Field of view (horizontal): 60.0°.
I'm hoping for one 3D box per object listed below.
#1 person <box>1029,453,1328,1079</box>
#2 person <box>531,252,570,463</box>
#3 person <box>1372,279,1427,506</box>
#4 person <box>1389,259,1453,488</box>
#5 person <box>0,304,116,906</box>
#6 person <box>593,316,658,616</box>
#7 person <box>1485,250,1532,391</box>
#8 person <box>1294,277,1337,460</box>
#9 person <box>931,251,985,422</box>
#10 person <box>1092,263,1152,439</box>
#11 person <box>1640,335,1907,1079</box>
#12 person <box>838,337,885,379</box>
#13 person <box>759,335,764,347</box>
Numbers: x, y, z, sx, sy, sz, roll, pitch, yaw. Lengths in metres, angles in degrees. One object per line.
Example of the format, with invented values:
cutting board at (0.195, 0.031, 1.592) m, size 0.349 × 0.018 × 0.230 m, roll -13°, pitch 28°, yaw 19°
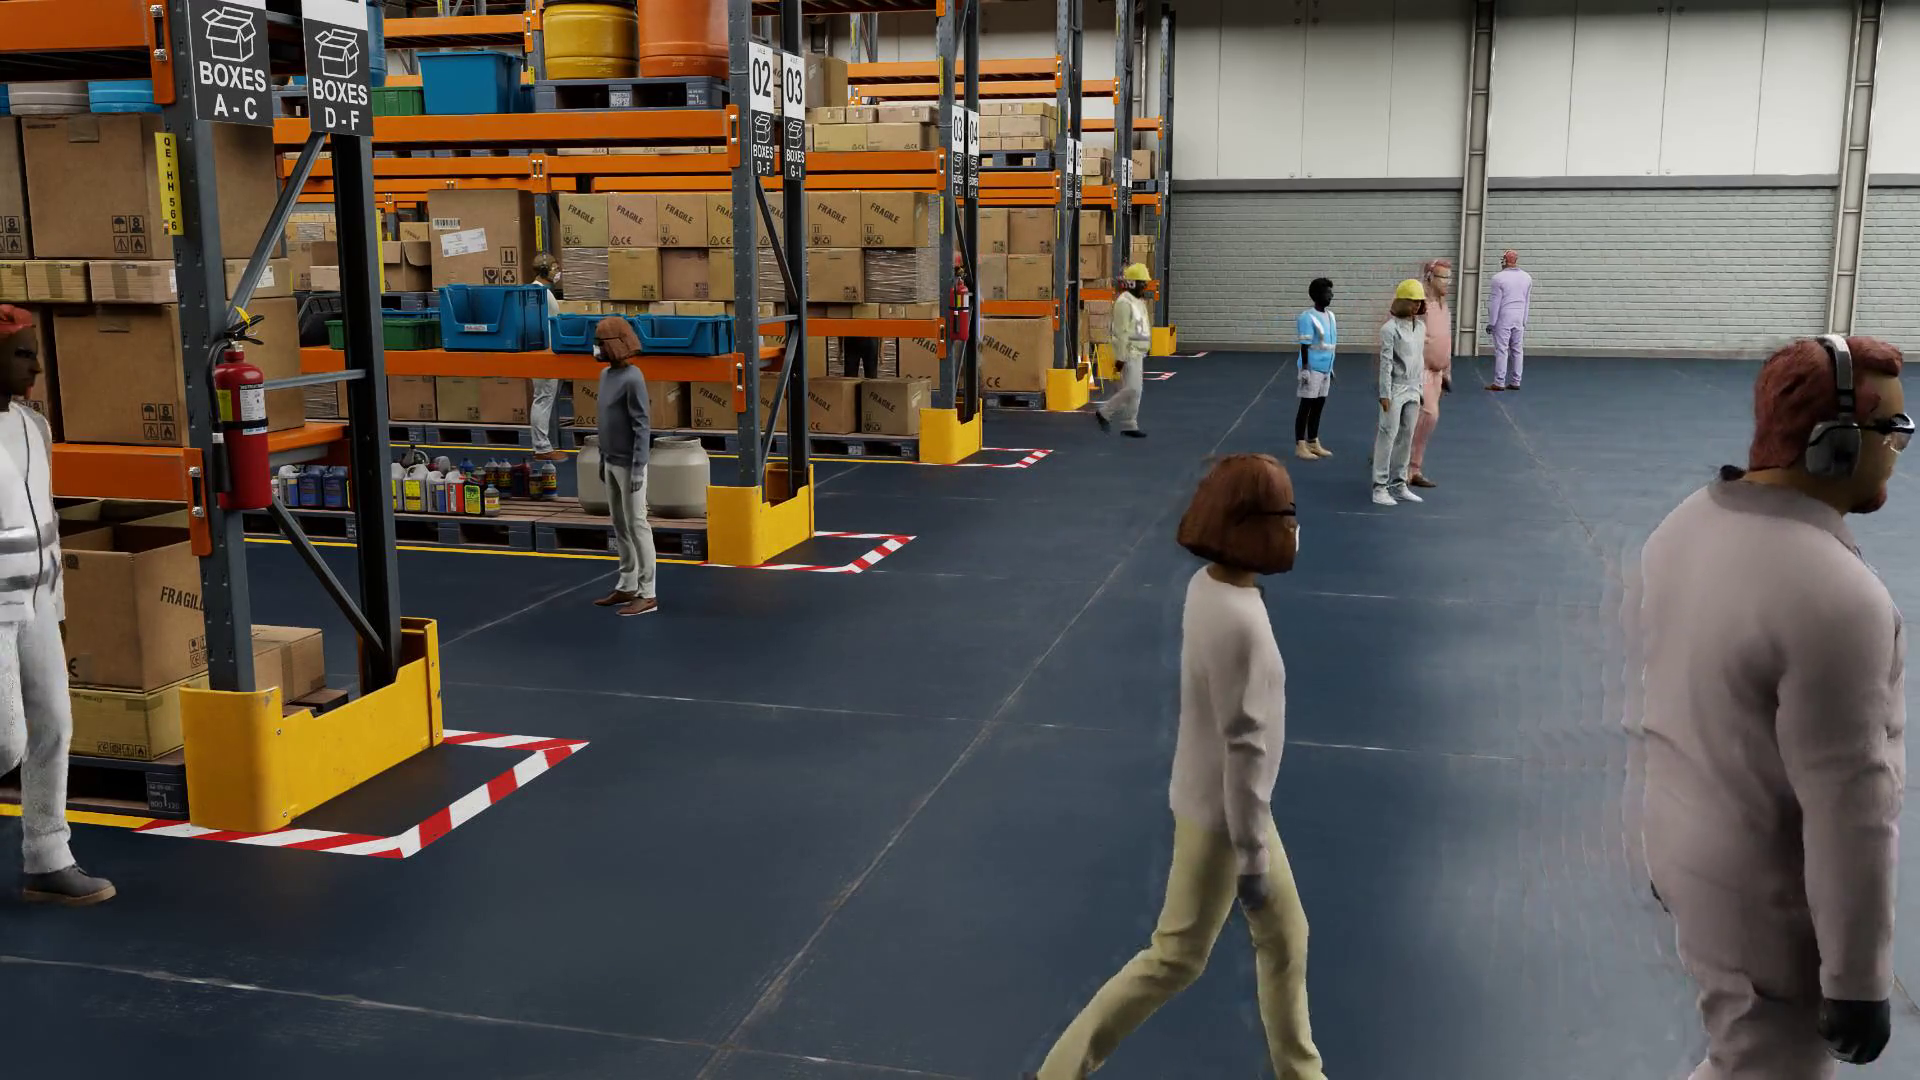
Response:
person at (0.542, 0.597, 3.657) m, size 0.830 × 1.598 × 0.509 m, roll 1°, pitch 10°, yaw 5°
person at (-3.830, -1.675, 15.342) m, size 0.370 × 1.932 × 0.622 m, roll -2°, pitch 10°, yaw -12°
person at (3.442, -1.142, 12.889) m, size 0.492 × 1.742 × 0.320 m, roll -8°, pitch 13°, yaw -37°
person at (3.846, -1.362, 13.705) m, size 0.421 × 1.883 × 0.660 m, roll 9°, pitch 13°, yaw 40°
person at (-2.956, 0.215, 5.030) m, size 0.594 × 1.865 × 0.595 m, roll 1°, pitch 10°, yaw 8°
person at (-1.848, -0.405, 9.106) m, size 0.269 × 1.632 × 0.504 m, roll -7°, pitch 12°, yaw -33°
person at (7.436, -2.983, 22.635) m, size 0.637 × 1.911 × 0.403 m, roll -4°, pitch 11°, yaw -21°
person at (3.333, -1.596, 15.536) m, size 0.317 × 1.695 × 0.540 m, roll 9°, pitch 13°, yaw 40°
person at (-0.091, -2.277, 18.718) m, size 0.875 × 1.905 × 0.570 m, roll 4°, pitch 11°, yaw 21°
person at (1.713, -1.924, 17.040) m, size 0.519 × 1.816 × 0.596 m, roll 4°, pitch 11°, yaw 21°
person at (1.405, 0.596, 2.854) m, size 0.435 × 1.888 × 0.667 m, roll 1°, pitch 10°, yaw 3°
person at (-1.020, -1.969, 17.199) m, size 0.506 × 1.843 × 0.351 m, roll 1°, pitch 10°, yaw 8°
person at (-2.433, -2.533, 19.801) m, size 0.405 × 2.035 × 0.606 m, roll 2°, pitch 10°, yaw 13°
